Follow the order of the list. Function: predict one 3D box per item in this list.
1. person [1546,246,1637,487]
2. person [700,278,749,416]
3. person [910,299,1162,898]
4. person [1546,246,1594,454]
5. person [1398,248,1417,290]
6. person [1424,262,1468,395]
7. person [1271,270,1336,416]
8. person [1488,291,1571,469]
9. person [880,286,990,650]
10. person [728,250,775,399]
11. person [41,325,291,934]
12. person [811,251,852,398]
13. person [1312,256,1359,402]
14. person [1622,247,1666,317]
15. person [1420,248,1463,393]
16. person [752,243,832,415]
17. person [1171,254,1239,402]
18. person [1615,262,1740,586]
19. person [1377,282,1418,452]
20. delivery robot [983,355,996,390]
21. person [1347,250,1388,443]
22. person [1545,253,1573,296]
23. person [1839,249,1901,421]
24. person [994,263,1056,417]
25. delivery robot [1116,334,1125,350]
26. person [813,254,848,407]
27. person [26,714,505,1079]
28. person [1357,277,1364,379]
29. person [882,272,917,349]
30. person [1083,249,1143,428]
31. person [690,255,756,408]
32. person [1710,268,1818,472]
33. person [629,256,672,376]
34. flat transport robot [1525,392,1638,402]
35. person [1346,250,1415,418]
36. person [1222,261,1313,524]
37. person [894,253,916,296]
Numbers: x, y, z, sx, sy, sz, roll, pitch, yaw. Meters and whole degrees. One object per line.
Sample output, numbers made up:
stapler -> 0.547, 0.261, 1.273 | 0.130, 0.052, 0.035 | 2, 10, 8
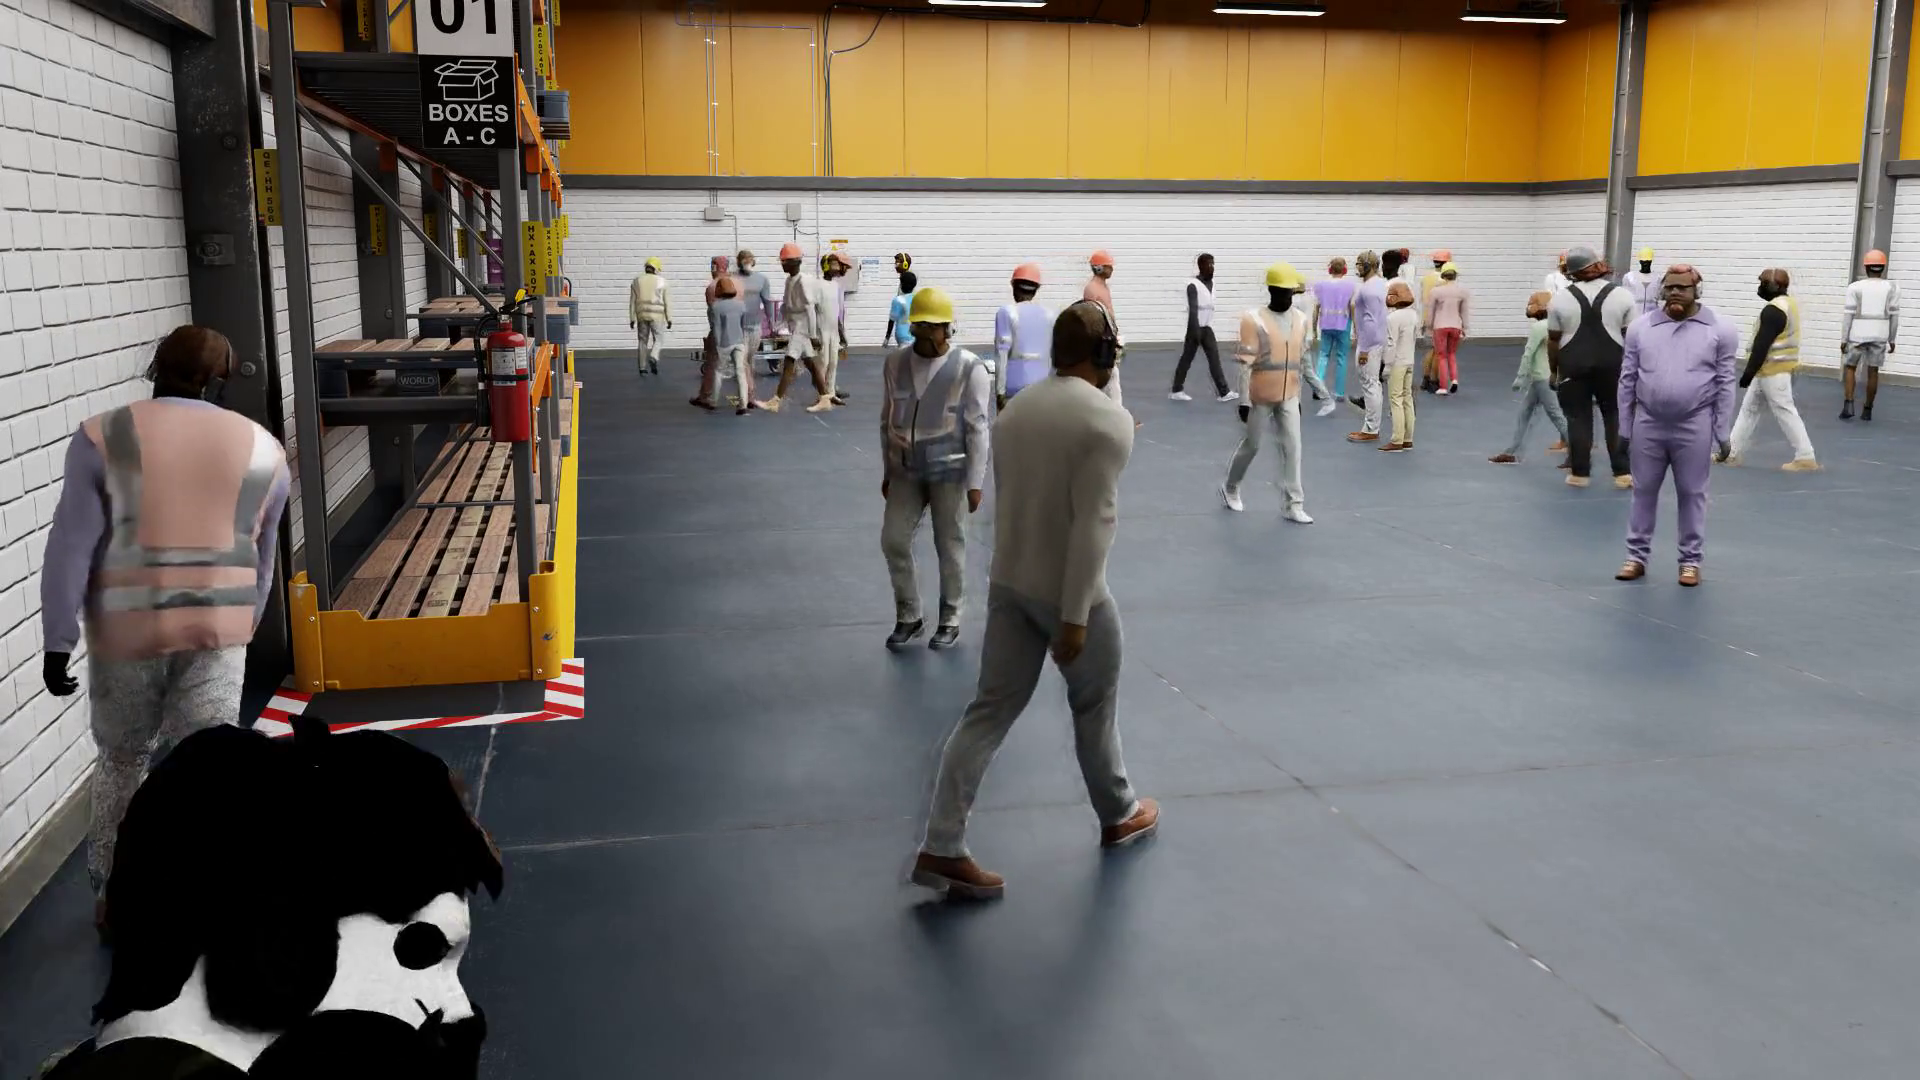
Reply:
person -> 5.249, -1.467, 13.833 | 0.755, 2.000, 0.540 | 4, 11, 19
person -> -2.744, -2.268, 19.513 | 0.508, 1.595, 0.841 | -8, 13, -37
person -> 0.249, 0.177, 5.284 | 1.101, 1.858, 0.638 | -9, 14, -42
person -> 5.822, -1.795, 15.845 | 0.610, 1.969, 0.613 | 3, 11, 15
person -> 8.261, -4.481, 30.988 | 0.578, 1.879, 0.343 | -7, 12, -34
person -> 6.401, -2.780, 21.912 | 0.522, 1.753, 0.367 | -1, 10, -7
person -> 3.949, -2.271, 19.237 | 0.880, 1.705, 0.495 | 5, 11, 26
person -> 5.254, -1.432, 14.929 | 0.876, 1.583, 0.499 | 6, 12, 32
person -> -0.161, -0.333, 8.191 | 0.613, 1.808, 0.572 | 4, 11, 23
person -> -2.668, -2.705, 21.050 | 0.661, 1.903, 0.753 | -5, 11, -25
person -> -2.297, 0.283, 4.853 | 0.708, 1.795, 0.599 | -8, 13, -36
person -> -1.612, -2.760, 21.412 | 0.537, 1.894, 0.622 | -3, 11, -14
person -> 4.716, -2.631, 20.864 | 0.590, 1.828, 0.643 | 5, 12, 27
person -> 9.781, -3.218, 23.848 | 0.589, 1.927, 0.387 | 2, 10, 8
person -> 6.377, -2.906, 22.117 | 0.428, 1.927, 0.567 | -4, 11, -20
person -> -1.954, -2.451, 19.430 | 1.020, 1.981, 0.605 | -3, 11, -18
person -> 3.077, -2.664, 20.970 | 1.020, 1.856, 0.608 | 8, 13, 39
person -> 4.218, -0.681, 9.853 | 0.648, 1.906, 0.401 | 6, 12, 32
person -> 4.237, -1.667, 16.070 | 0.270, 1.632, 0.504 | 9, 14, 42
delivery robot -> 0.378, -2.128, 21.353 | 0.707, 0.478, 0.477 | 5, 11, 28
person -> 4.129, -1.951, 16.801 | 0.352, 1.937, 0.635 | 4, 11, 20
person -> 8.686, -3.191, 23.910 | 0.589, 1.852, 0.840 | -2, 11, -14
person -> 10.245, -2.299, 18.743 | 0.563, 1.933, 0.404 | 4, 11, 22
person -> 0.488, -1.141, 12.545 | 0.569, 1.874, 0.837 | -4, 11, -22
delivery robot -> 2.432, -3.363, 28.198 | 0.707, 0.478, 0.477 | -3, 11, -18
person -> -1.602, -2.557, 20.392 | 0.352, 1.852, 0.597 | 6, 12, 30
person -> -0.556, 0.973, 1.112 | 1.041, 1.761, 0.629 | 0, 10, 1
person -> 5.945, -3.114, 24.134 | 0.476, 1.620, 0.550 | 3, 11, 17
person -> -0.640, -2.462, 20.426 | 0.865, 1.652, 0.539 | 9, 14, 42
person -> 1.469, -2.194, 18.139 | 1.032, 1.955, 0.608 | 2, 11, 13
person -> -2.856, -2.520, 20.209 | 0.968, 1.851, 0.624 | 9, 13, 40
person -> 7.173, -1.499, 14.705 | 0.965, 1.795, 0.636 | 6, 12, 31
person -> -4.650, -3.345, 24.903 | 0.644, 1.799, 0.597 | 1, 10, 6
flat transport robot -> 7.928, -1.858, 20.903 | 1.431, 0.197, 0.652 | -2, 10, -12
person -> 4.855, -2.359, 19.104 | 0.969, 1.914, 0.630 | 10, 14, 44
person -> 2.265, -1.101, 12.241 | 0.601, 1.892, 0.945 | -5, 11, -24
person -> -0.753, -3.013, 22.907 | 0.318, 1.860, 0.509 | -2, 10, -11
